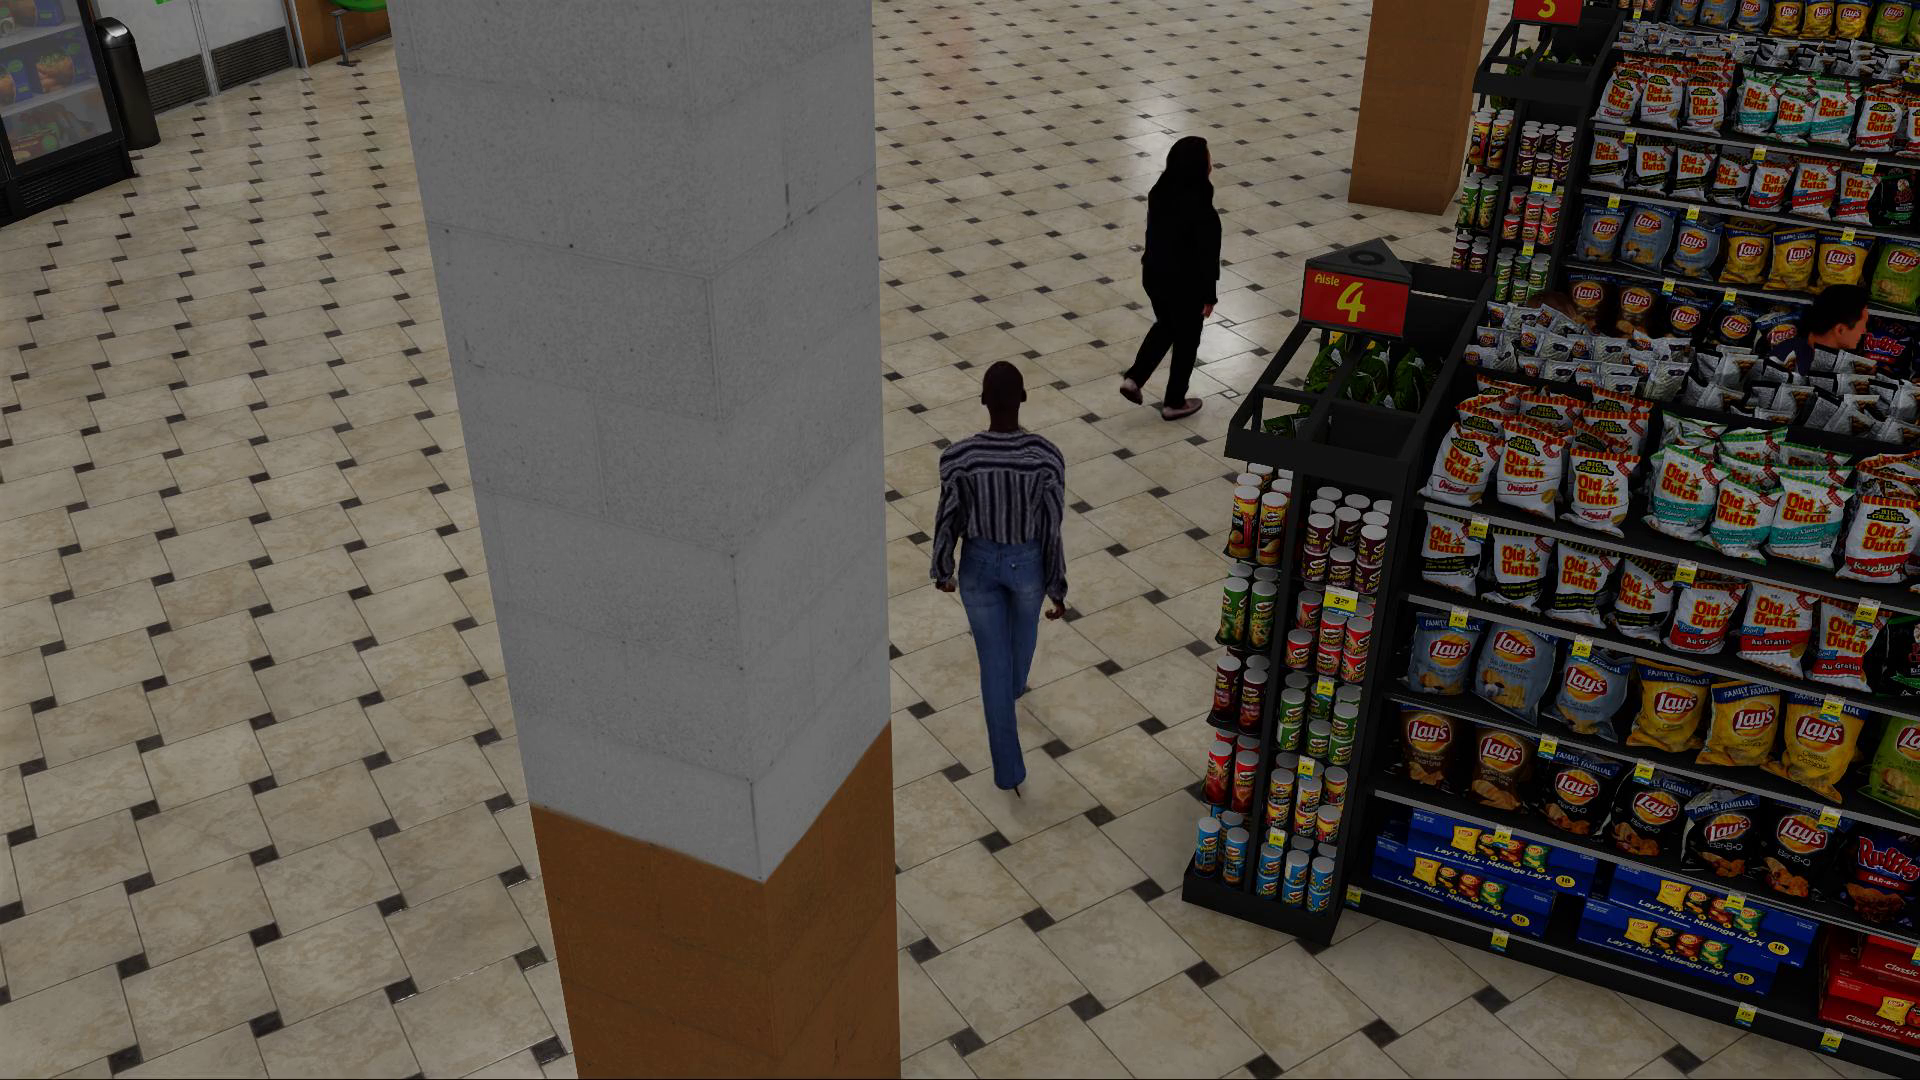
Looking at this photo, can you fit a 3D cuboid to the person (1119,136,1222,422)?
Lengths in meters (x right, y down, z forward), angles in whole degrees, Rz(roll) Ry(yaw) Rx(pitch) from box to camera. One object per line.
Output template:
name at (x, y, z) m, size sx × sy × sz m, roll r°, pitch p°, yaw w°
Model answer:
person at (1.117, -1.363, 8.964) m, size 0.878 × 1.608 × 0.831 m, roll -22°, pitch 38°, yaw -31°

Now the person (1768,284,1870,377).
person at (3.343, -0.255, 7.031) m, size 0.739 × 1.768 × 0.735 m, roll 6°, pitch 32°, yaw 10°

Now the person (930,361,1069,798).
person at (0.178, 0.219, 6.281) m, size 1.145 × 1.756 × 1.064 m, roll -1°, pitch 32°, yaw -2°
